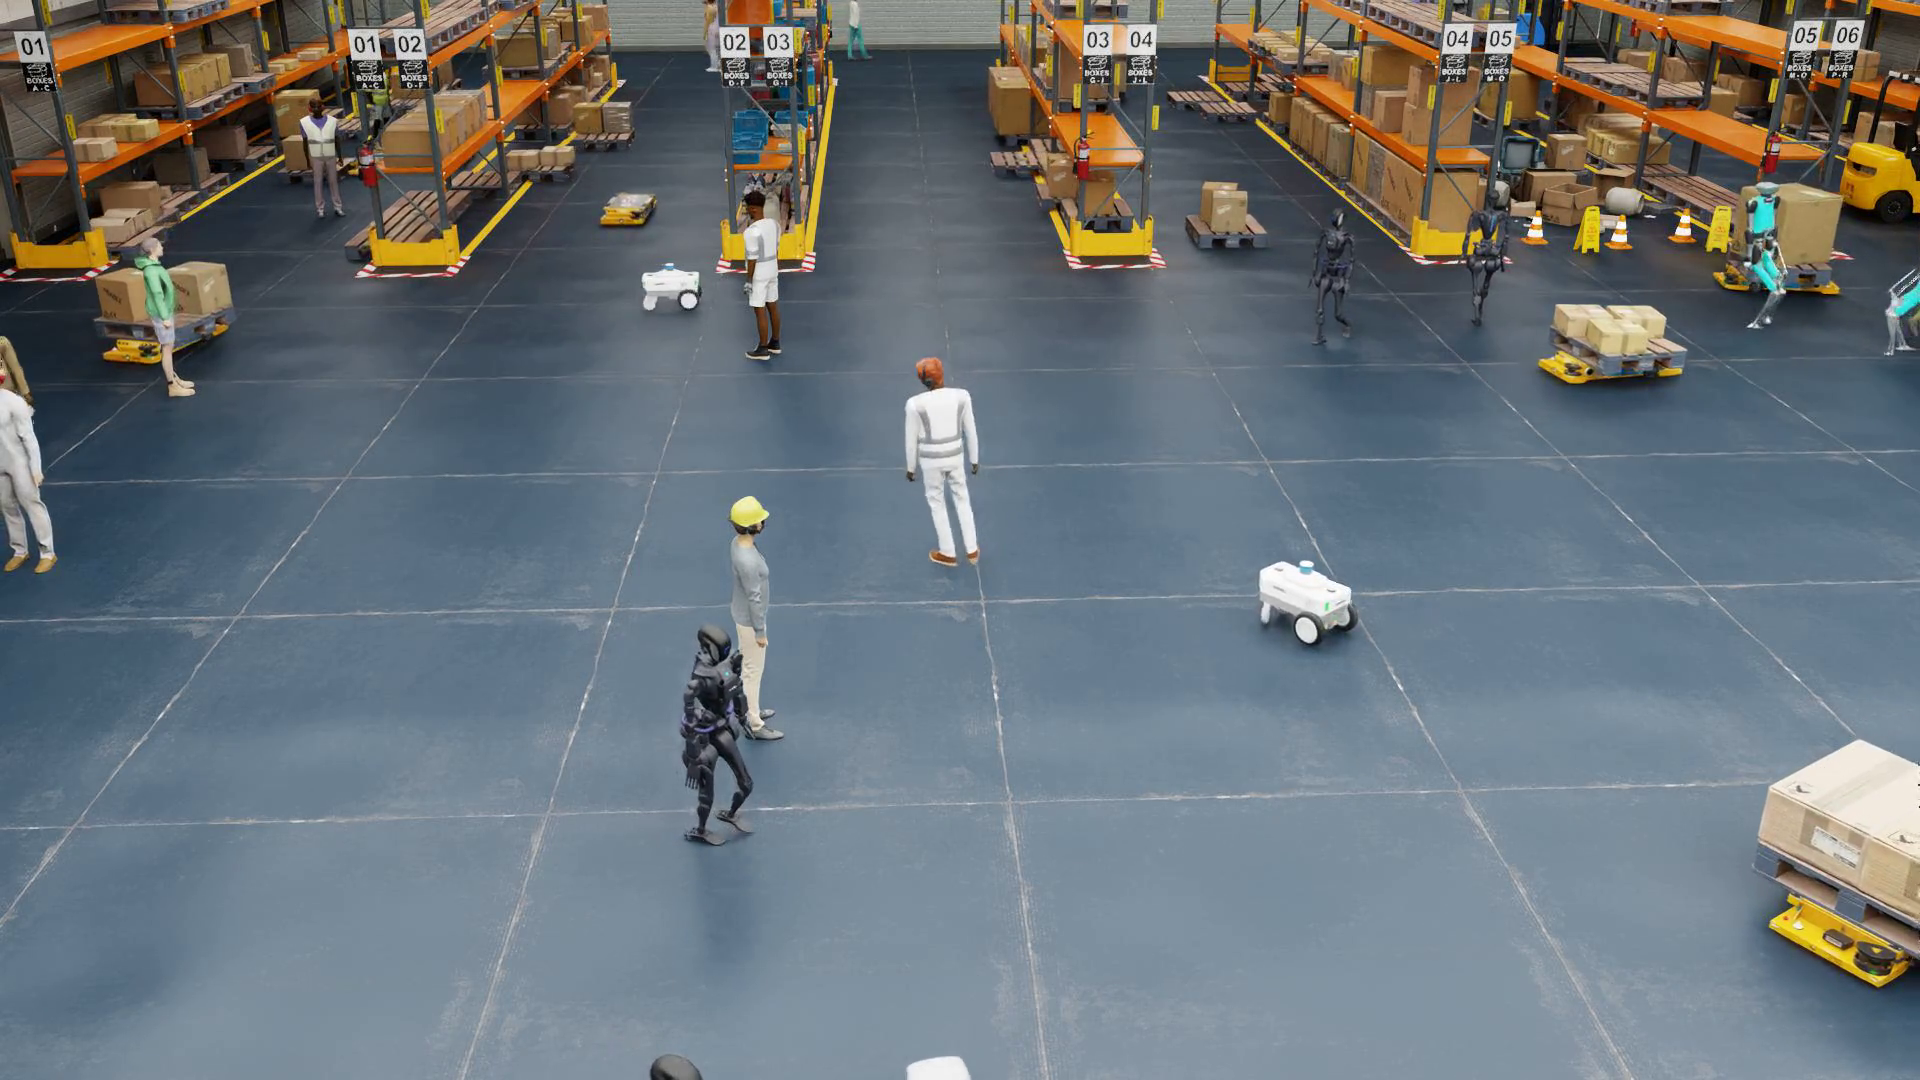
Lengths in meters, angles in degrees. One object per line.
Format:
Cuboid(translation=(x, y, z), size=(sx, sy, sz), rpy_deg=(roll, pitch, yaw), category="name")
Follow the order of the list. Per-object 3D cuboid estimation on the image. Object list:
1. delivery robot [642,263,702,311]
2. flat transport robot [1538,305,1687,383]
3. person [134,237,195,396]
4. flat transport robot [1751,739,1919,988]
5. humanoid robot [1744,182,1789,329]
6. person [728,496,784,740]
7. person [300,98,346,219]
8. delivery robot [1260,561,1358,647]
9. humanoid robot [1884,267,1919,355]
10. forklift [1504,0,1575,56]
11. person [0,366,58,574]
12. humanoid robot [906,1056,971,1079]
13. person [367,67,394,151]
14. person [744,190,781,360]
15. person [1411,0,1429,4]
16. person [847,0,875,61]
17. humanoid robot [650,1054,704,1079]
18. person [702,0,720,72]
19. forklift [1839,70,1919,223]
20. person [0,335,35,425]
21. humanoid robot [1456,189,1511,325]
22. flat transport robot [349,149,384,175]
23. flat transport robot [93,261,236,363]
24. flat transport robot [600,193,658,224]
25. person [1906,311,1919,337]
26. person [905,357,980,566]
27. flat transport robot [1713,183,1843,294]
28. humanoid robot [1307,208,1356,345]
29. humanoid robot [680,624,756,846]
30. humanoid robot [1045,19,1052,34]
Cuboid(translation=(-3.699, -3.257, 21.463), size=(0.808, 0.614, 0.499), rpy_deg=(-2, 24, -4), category="delivery robot")
Cuboid(translation=(7.436, -2.013, 18.996), size=(1.431, 0.231, 0.659), rpy_deg=(-5, 25, -12), category="flat transport robot")
Cuboid(translation=(-8.681, -2.434, 18.129), size=(0.342, 1.743, 0.475), rpy_deg=(-10, 26, -20), category="person")
Cuboid(translation=(5.446, 2.125, 9.698), size=(1.431, 0.231, 0.659), rpy_deg=(-15, 28, -31), category="flat transport robot")
Cuboid(translation=(9.972, -3.467, 20.434), size=(0.558, 1.752, 0.765), rpy_deg=(-13, 27, -27), category="humanoid robot")
Cuboid(translation=(-1.421, 0.529, 11.436), size=(0.294, 1.772, 0.532), rpy_deg=(-7, 25, -15), category="person")
Cuboid(translation=(-9.921, -5.960, 25.925), size=(0.563, 1.847, 0.397), rpy_deg=(-13, 27, -28), category="person")
Cuboid(translation=(2.721, 0.473, 13.072), size=(0.521, 0.606, 0.778), rpy_deg=(-19, 30, -37), category="delivery robot")
Cuboid(translation=(11.168, -3.011, 19.501), size=(0.814, 1.825, 0.535), rpy_deg=(7, 25, 14), category="humanoid robot")
Cuboid(translation=(14.700, -13.805, 42.301), size=(1.873, 2.768, 1.129), rpy_deg=(-1, 24, -2), category="forklift")
Cuboid(translation=(-7.953, -0.628, 13.898), size=(0.569, 1.889, 0.389), rpy_deg=(3, 24, 6), category="person")
Cuboid(translation=(-0.208, 2.680, 6.718), size=(0.553, 1.839, 0.876), rpy_deg=(-9, 26, -20), category="humanoid robot")
Cuboid(translation=(-10.821, -8.131, 31.009), size=(0.323, 1.680, 0.570), rpy_deg=(8, 25, 16), category="person")
Cuboid(translation=(-2.307, -3.069, 19.306), size=(0.368, 1.947, 0.603), rpy_deg=(12, 27, 25), category="person")
Cuboid(translation=(11.644, -13.059, 41.984), size=(0.677, 1.768, 0.397), rpy_deg=(7, 25, 15), category="person")
Cuboid(translation=(-2.520, -12.907, 41.649), size=(0.710, 1.739, 0.550), rpy_deg=(-8, 25, -18), category="person")
Cuboid(translation=(-1.162, 2.701, 6.692), size=(0.551, 1.630, 0.615), rpy_deg=(8, 25, 17), category="humanoid robot")
Cuboid(translation=(-6.024, -12.192, 39.920), size=(0.414, 1.847, 0.551), rpy_deg=(4, 24, 10), category="person")
Cuboid(translation=(15.132, -6.143, 25.915), size=(2.313, 2.155, 1.214), rpy_deg=(-1, 24, -2), category="forklift")
Cuboid(translation=(-9.115, -1.399, 15.788), size=(0.575, 1.748, 0.436), rpy_deg=(-2, 24, -4), category="person")
Cuboid(translation=(6.520, -3.563, 20.772), size=(0.591, 1.638, 0.718), rpy_deg=(1, 24, 2), category="humanoid robot")
Cuboid(translation=(-10.314, -6.694, 29.514), size=(0.659, 0.231, 1.431), rpy_deg=(-1, 24, -2), category="flat transport robot")
Cuboid(translation=(-9.496, -2.423, 19.917), size=(0.659, 0.231, 1.431), rpy_deg=(6, 25, 12), category="flat transport robot")
Cuboid(translation=(-5.208, -5.225, 26.212), size=(0.659, 0.231, 1.431), rpy_deg=(0, 24, 0), category="flat transport robot")
Cuboid(translation=(11.874, -3.259, 20.065), size=(0.722, 1.681, 0.493), rpy_deg=(-3, 24, -7), category="person")
Cuboid(translation=(-0.155, -0.652, 14.000), size=(0.630, 1.853, 0.348), rpy_deg=(-9, 25, -19), category="person")
Cuboid(translation=(10.963, -3.504, 22.347), size=(1.431, 0.231, 0.659), rpy_deg=(4, 24, 8), category="flat transport robot")
Cuboid(translation=(4.476, -3.166, 19.858), size=(0.589, 1.640, 0.522), rpy_deg=(20, 31, 37), category="humanoid robot")
Cuboid(translation=(-1.516, 1.183, 10.102), size=(0.522, 1.627, 0.618), rpy_deg=(13, 27, 26), category="humanoid robot")
Cuboid(translation=(2.416, -12.874, 41.635), size=(0.818, 1.792, 0.572), rpy_deg=(10, 26, 20), category="humanoid robot")
